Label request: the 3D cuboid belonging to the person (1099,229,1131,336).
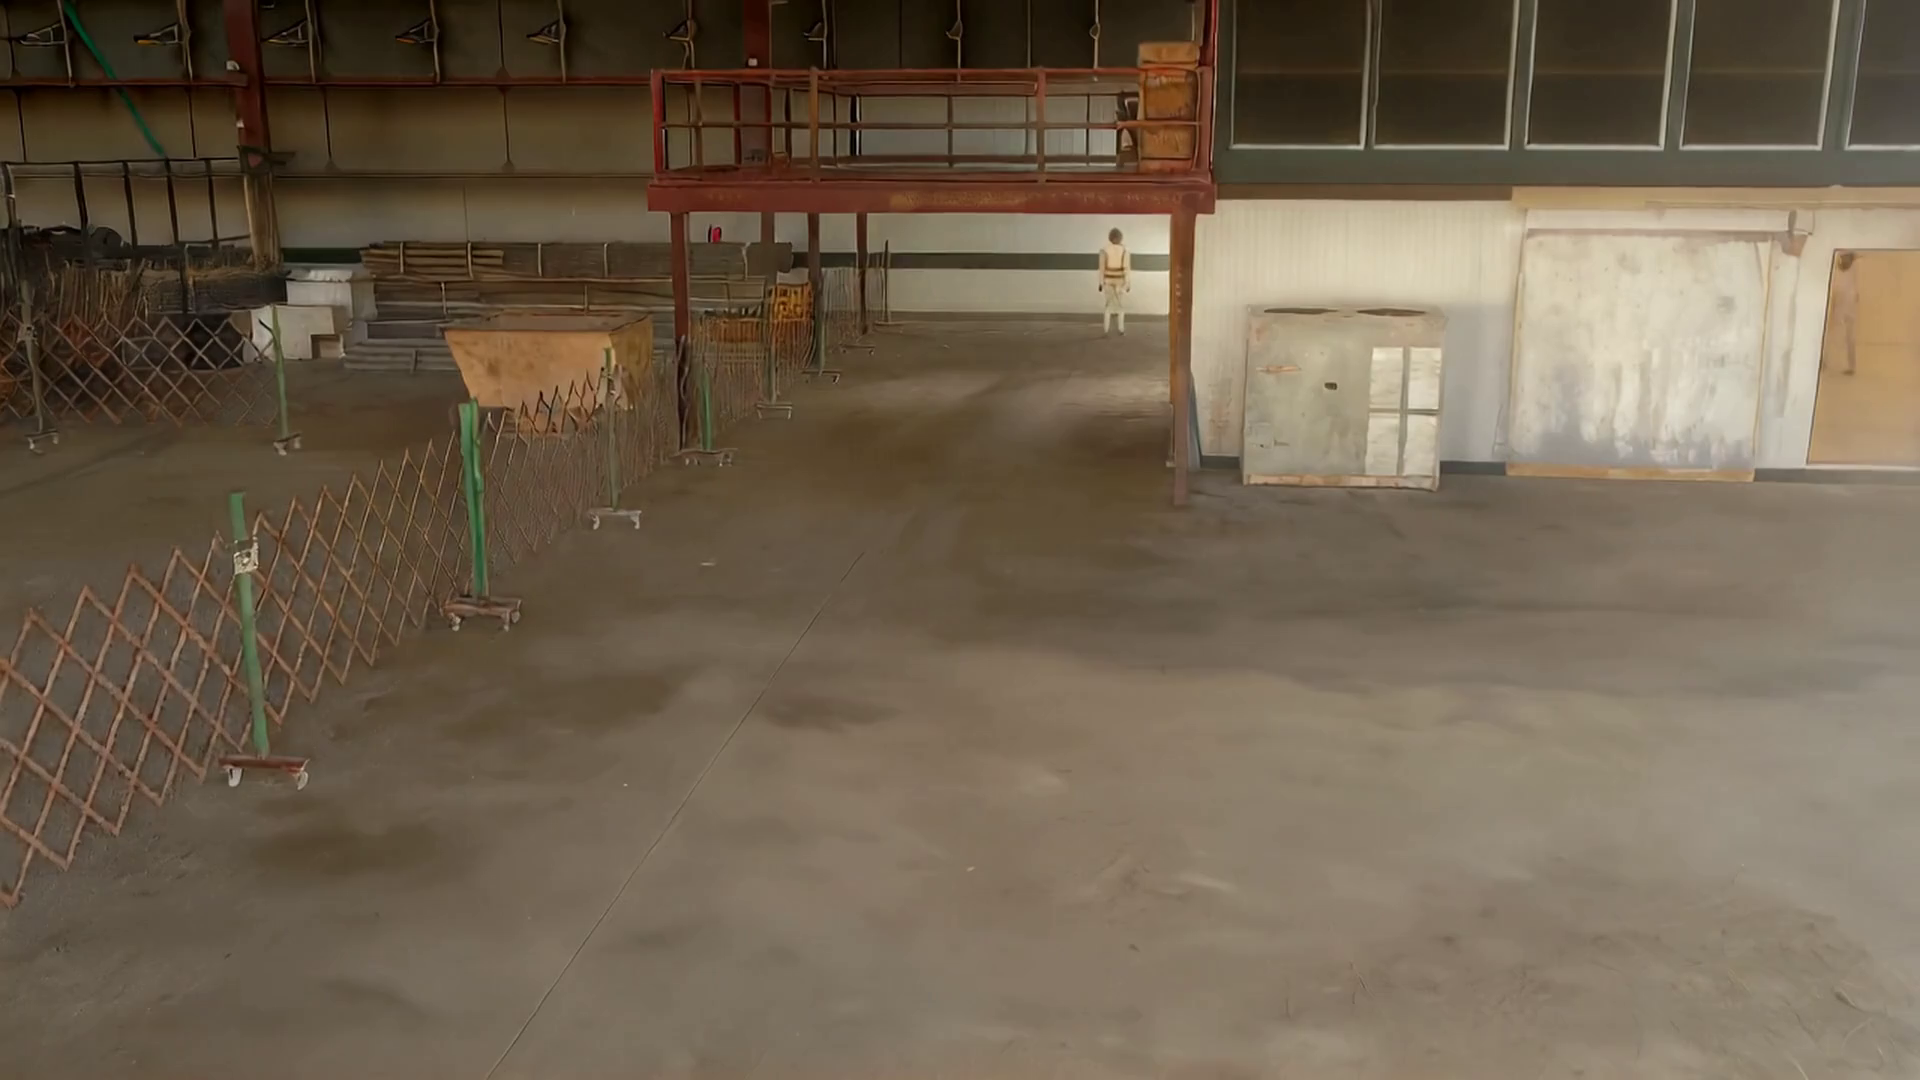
[{"bbox_3d":[2.752,-4.573,29.564,0.577,1.883,0.353,2,14,7],"label":"person"}]
